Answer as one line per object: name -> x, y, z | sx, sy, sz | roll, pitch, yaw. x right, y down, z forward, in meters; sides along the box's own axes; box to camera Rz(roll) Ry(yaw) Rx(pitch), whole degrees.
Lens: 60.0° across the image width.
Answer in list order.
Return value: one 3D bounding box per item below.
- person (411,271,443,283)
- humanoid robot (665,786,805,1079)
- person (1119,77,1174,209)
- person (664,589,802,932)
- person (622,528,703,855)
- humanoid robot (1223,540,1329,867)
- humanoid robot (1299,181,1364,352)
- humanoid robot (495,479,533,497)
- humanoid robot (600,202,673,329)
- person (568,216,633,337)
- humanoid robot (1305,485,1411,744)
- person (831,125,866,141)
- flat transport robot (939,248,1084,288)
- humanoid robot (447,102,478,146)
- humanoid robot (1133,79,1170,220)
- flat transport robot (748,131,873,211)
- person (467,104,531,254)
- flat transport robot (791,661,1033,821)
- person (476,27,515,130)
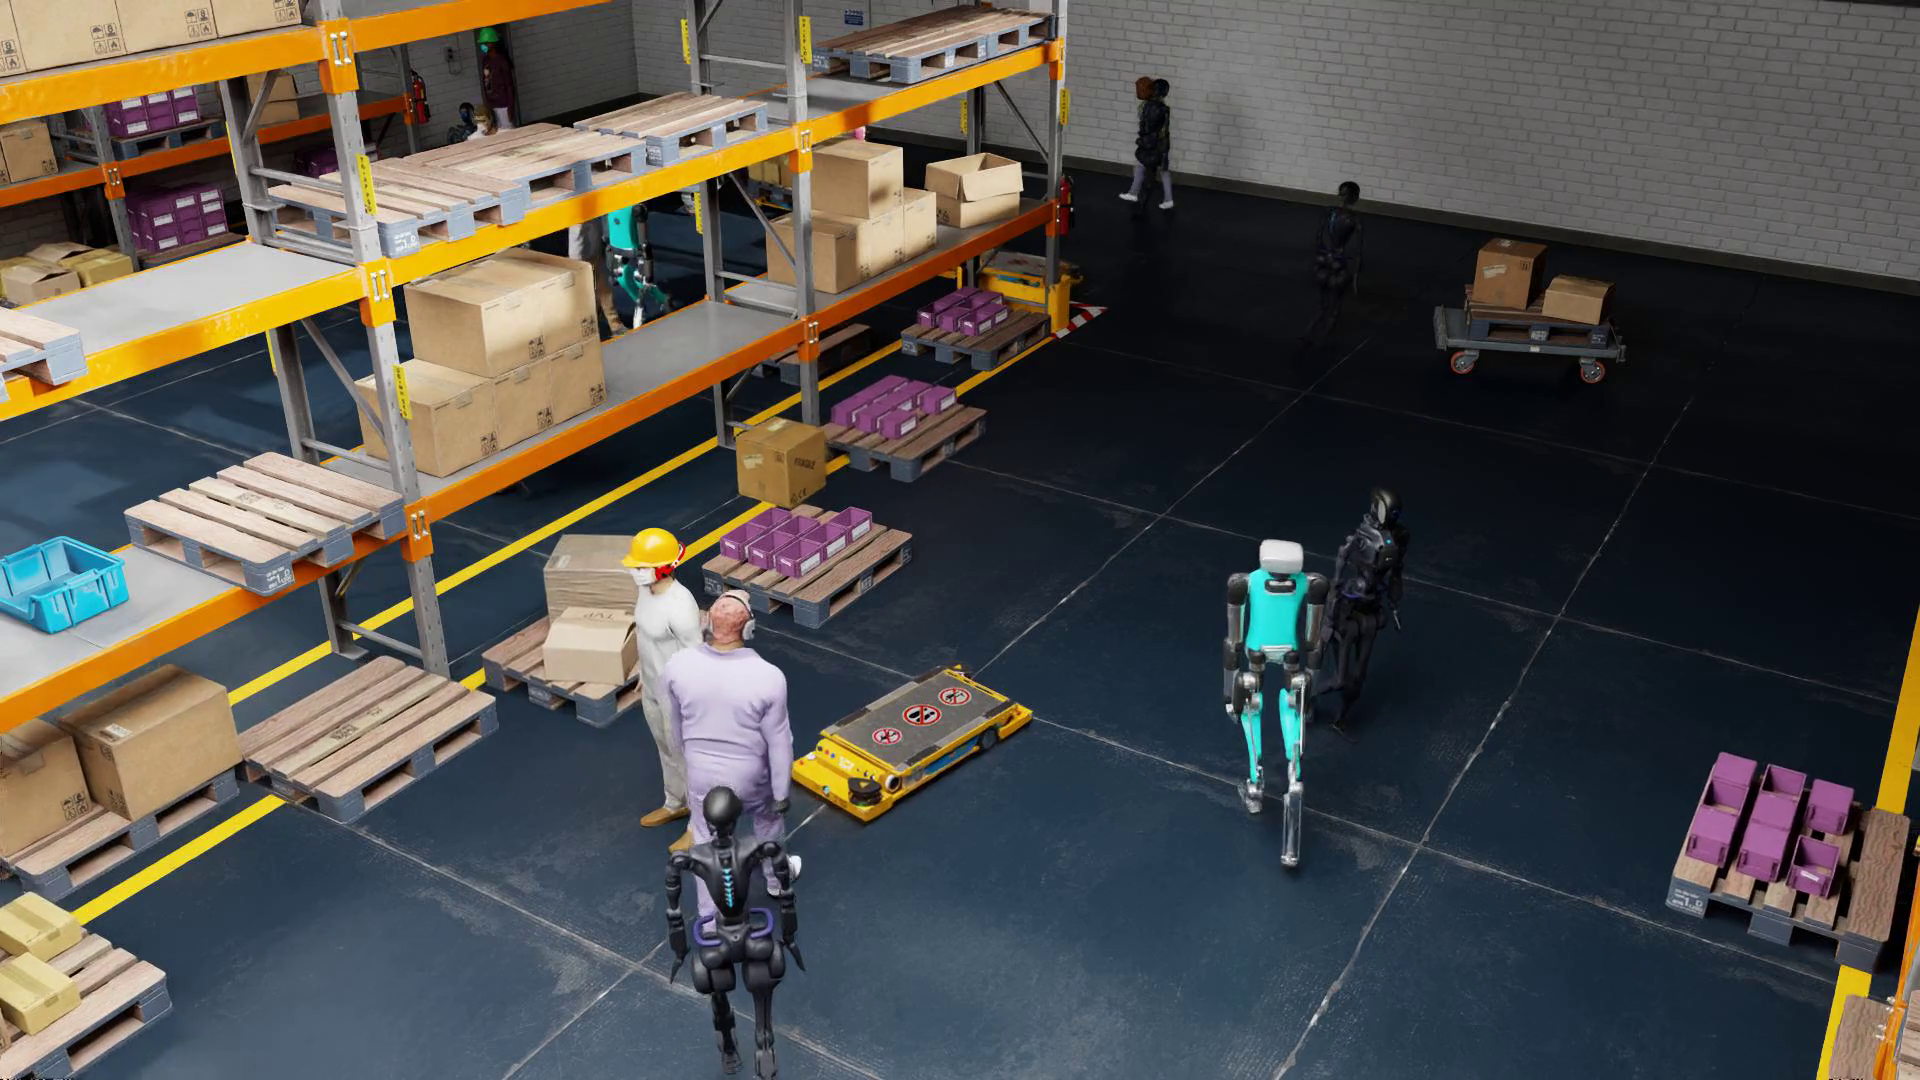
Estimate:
person -> -4.028, -1.295, 13.006 | 0.341, 1.848, 0.512 | -1, 27, -2
humanoid robot -> -0.968, 1.783, 7.179 | 0.589, 1.637, 0.751 | -6, 28, -12
person -> 2.324, -4.850, 20.294 | 0.502, 1.581, 0.862 | -22, 34, -36
person -> -1.107, 1.087, 8.286 | 0.678, 1.864, 0.861 | 6, 27, 11
person -> -1.547, 0.793, 8.840 | 0.355, 1.895, 0.580 | -19, 32, -32
humanoid robot -> 1.672, 0.939, 8.773 | 0.530, 1.764, 1.004 | 0, 27, 0
humanoid robot -> 3.519, -2.571, 15.714 | 0.384, 1.639, 0.611 | -18, 32, -31
humanoid robot -> -3.601, -1.099, 12.776 | 0.538, 1.827, 0.662 | 13, 29, 23
humanoid robot -> -2.947, -2.592, 15.735 | 0.541, 1.809, 0.899 | 13, 30, 23
person -> -3.523, -2.718, 15.966 | 0.703, 1.710, 0.582 | 6, 28, 13
humanoid robot -> 2.327, 0.408, 9.851 | 0.610, 1.643, 0.447 | -15, 30, -27
person -> -1.323, -4.803, 19.931 | 0.453, 1.828, 0.651 | -20, 33, -34
flat transport robot -> 0.548, -2.892, 17.897 | 1.431, 0.231, 0.659 | 16, 31, 28
humanoid robot -> -5.520, -4.188, 18.978 | 0.600, 1.645, 0.808 | -2, 27, -5
humanoid robot -> 2.255, -4.660, 19.826 | 0.402, 1.638, 0.601 | -13, 30, -24
flat transport robot -> -1.847, -4.157, 20.389 | 1.431, 0.231, 0.659 | 20, 33, 34
person -> -4.852, -3.676, 17.619 | 0.643, 1.917, 0.595 | 5, 27, 9
flat transport robot -> -0.277, 1.169, 9.895 | 0.659, 0.231, 1.431 | 23, 35, 37
person -> -5.909, -5.594, 21.364 | 0.498, 1.949, 0.426 | 18, 32, 31
